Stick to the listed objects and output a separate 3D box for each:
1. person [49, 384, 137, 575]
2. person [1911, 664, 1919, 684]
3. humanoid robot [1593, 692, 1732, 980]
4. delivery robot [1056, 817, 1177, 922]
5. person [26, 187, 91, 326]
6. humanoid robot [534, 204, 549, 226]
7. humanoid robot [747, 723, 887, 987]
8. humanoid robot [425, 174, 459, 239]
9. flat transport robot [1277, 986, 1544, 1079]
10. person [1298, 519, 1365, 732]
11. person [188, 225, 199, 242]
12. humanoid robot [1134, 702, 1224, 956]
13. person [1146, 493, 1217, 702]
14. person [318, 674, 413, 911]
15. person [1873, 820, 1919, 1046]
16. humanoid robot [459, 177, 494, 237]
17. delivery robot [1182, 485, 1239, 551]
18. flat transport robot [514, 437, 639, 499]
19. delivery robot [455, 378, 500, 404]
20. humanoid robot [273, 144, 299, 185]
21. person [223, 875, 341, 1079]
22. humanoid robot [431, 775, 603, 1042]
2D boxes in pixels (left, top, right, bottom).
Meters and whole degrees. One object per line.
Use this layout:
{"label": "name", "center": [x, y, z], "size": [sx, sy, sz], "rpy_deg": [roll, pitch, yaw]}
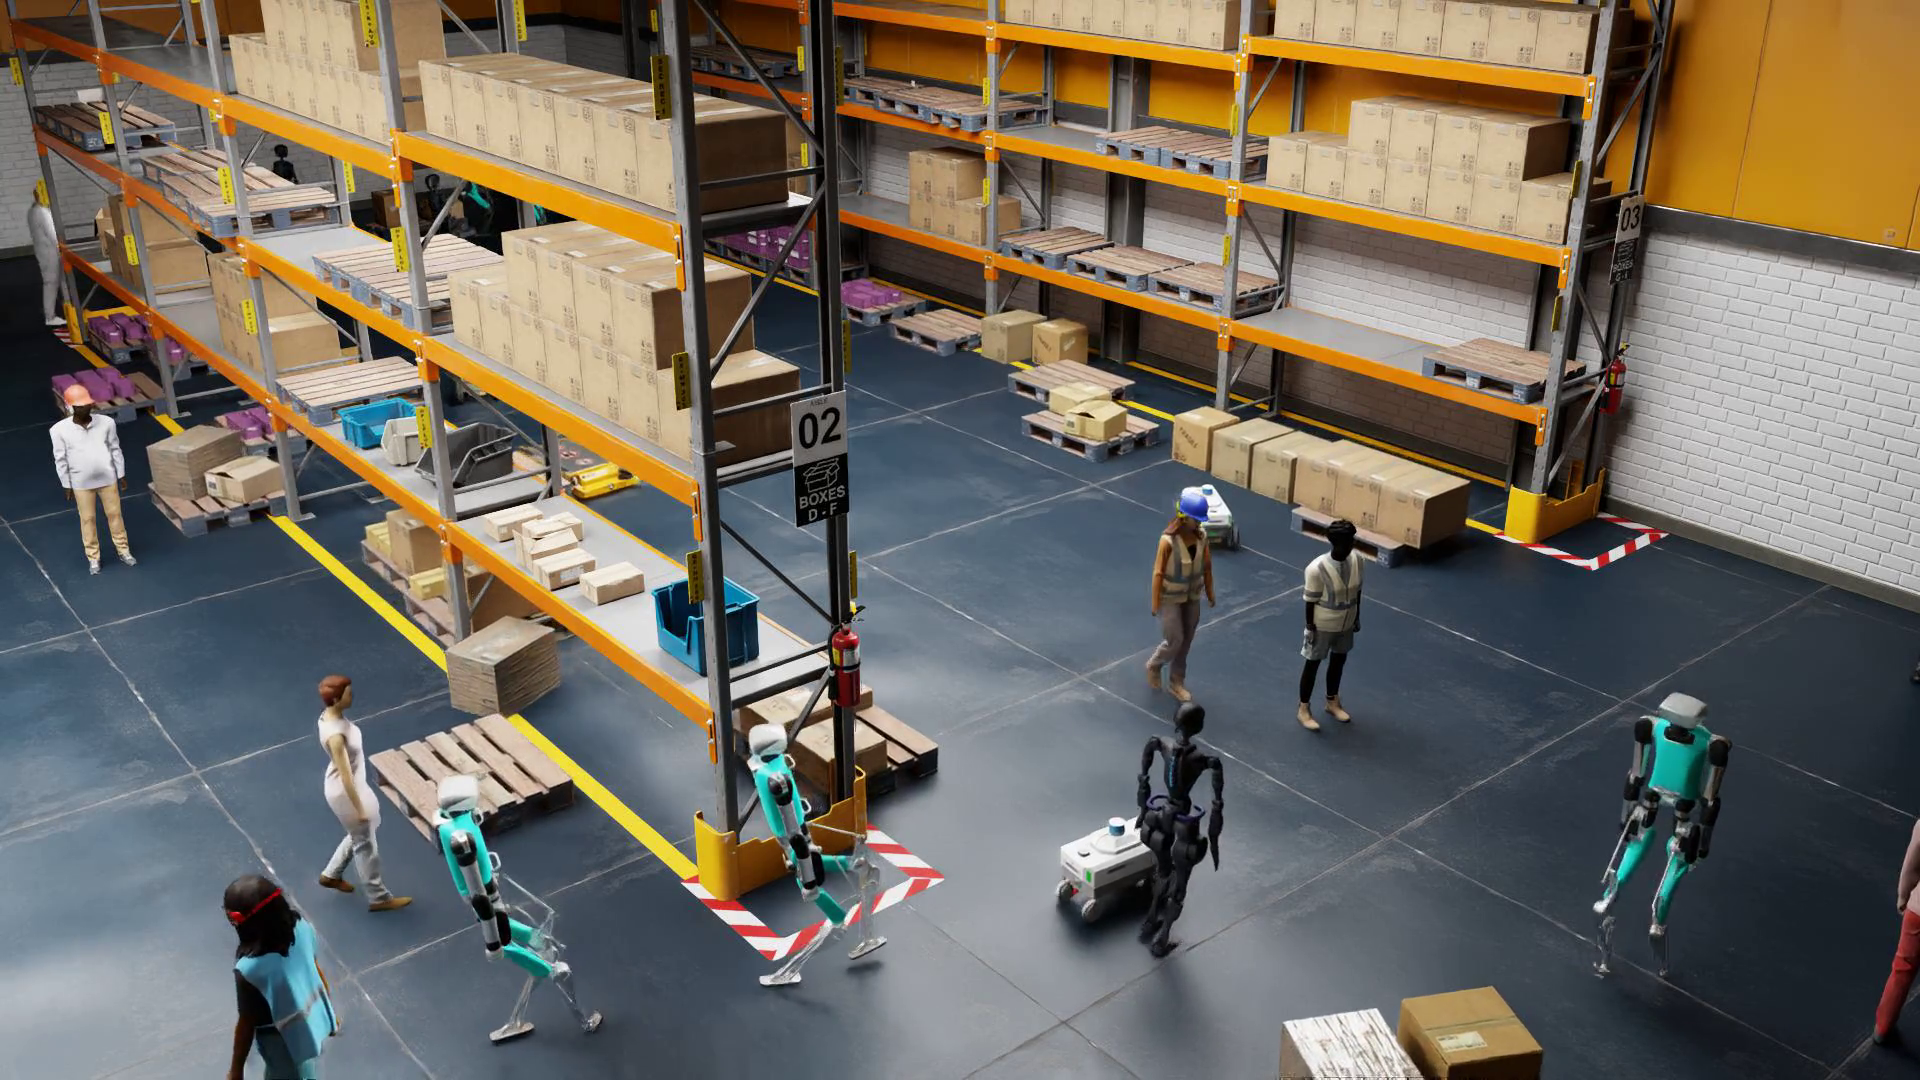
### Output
{"label": "person", "center": [-7.851, -0.564, 15.071], "size": [0.561, 1.755, 0.320], "rpy_deg": [-18, 29, -35]}
{"label": "person", "center": [7.805, 0.267, 12.946], "size": [0.547, 1.924, 0.387], "rpy_deg": [14, 27, 29]}
{"label": "humanoid robot", "center": [3.995, 1.818, 9.643], "size": [0.552, 1.817, 0.758], "rpy_deg": [19, 30, 37]}
{"label": "delivery robot", "center": [1.007, 2.037, 10.568], "size": [0.779, 0.597, 0.499], "rpy_deg": [-15, 27, -30]}
{"label": "person", "center": [-12.224, -3.860, 22.547], "size": [0.756, 1.879, 0.654], "rpy_deg": [-17, 28, -33]}
{"label": "humanoid robot", "center": [-6.734, -5.450, 26.487], "size": [0.693, 1.854, 0.541], "rpy_deg": [17, 28, 33]}
{"label": "humanoid robot", "center": [-0.722, 1.812, 9.668], "size": [0.989, 1.746, 0.553], "rpy_deg": [-9, 25, -19]}
{"label": "humanoid robot", "center": [-7.542, -4.563, 24.449], "size": [0.527, 1.630, 0.590], "rpy_deg": [-21, 31, -39]}
{"label": "flat transport robot", "center": [2.281, 3.256, 8.103], "size": [0.659, 0.231, 1.431], "rpy_deg": [-5, 24, -11]}
{"label": "person", "center": [2.773, 0.617, 12.421], "size": [0.534, 1.691, 0.319], "rpy_deg": [-12, 26, -25]}
{"label": "person", "center": [-10.836, -4.067, 23.076], "size": [0.794, 1.844, 0.564], "rpy_deg": [5, 24, 11]}
{"label": "humanoid robot", "center": [1.271, 1.711, 9.914], "size": [0.591, 1.642, 0.411], "rpy_deg": [15, 28, 31]}
{"label": "person", "center": [1.690, 0.439, 12.749], "size": [0.511, 1.748, 0.410], "rpy_deg": [-14, 27, -29]}
{"label": "person", "center": [-3.750, 1.576, 10.249], "size": [0.484, 1.653, 0.451], "rpy_deg": [-8, 25, -18]}
{"label": "person", "center": [5.361, 2.042, 9.039], "size": [0.337, 1.758, 0.518], "rpy_deg": [-20, 30, -39]}
{"label": "humanoid robot", "center": [-7.861, -5.733, 27.197], "size": [0.753, 1.885, 0.541], "rpy_deg": [4, 24, 9]}
{"label": "delivery robot", "center": [2.343, -0.213, 15.788], "size": [0.499, 0.605, 0.781], "rpy_deg": [-2, 23, -5]}
{"label": "flat transport robot", "center": [-4.050, -0.777, 17.442], "size": [0.659, 0.231, 1.431], "rpy_deg": [-21, 31, -39]}
{"label": "delivery robot", "center": [-5.740, -1.961, 19.814], "size": [0.525, 0.587, 0.741], "rpy_deg": [-5, 24, -12]}
{"label": "humanoid robot", "center": [-10.793, -5.492, 26.598], "size": [0.583, 1.633, 0.599], "rpy_deg": [14, 27, 29]}
{"label": "person", "center": [-3.351, 2.422, 8.044], "size": [0.794, 1.840, 0.544], "rpy_deg": [2, 23, 5]}
{"label": "humanoid robot", "center": [-2.363, 2.056, 9.137], "size": [0.863, 1.858, 0.553], "rpy_deg": [-10, 25, -22]}
